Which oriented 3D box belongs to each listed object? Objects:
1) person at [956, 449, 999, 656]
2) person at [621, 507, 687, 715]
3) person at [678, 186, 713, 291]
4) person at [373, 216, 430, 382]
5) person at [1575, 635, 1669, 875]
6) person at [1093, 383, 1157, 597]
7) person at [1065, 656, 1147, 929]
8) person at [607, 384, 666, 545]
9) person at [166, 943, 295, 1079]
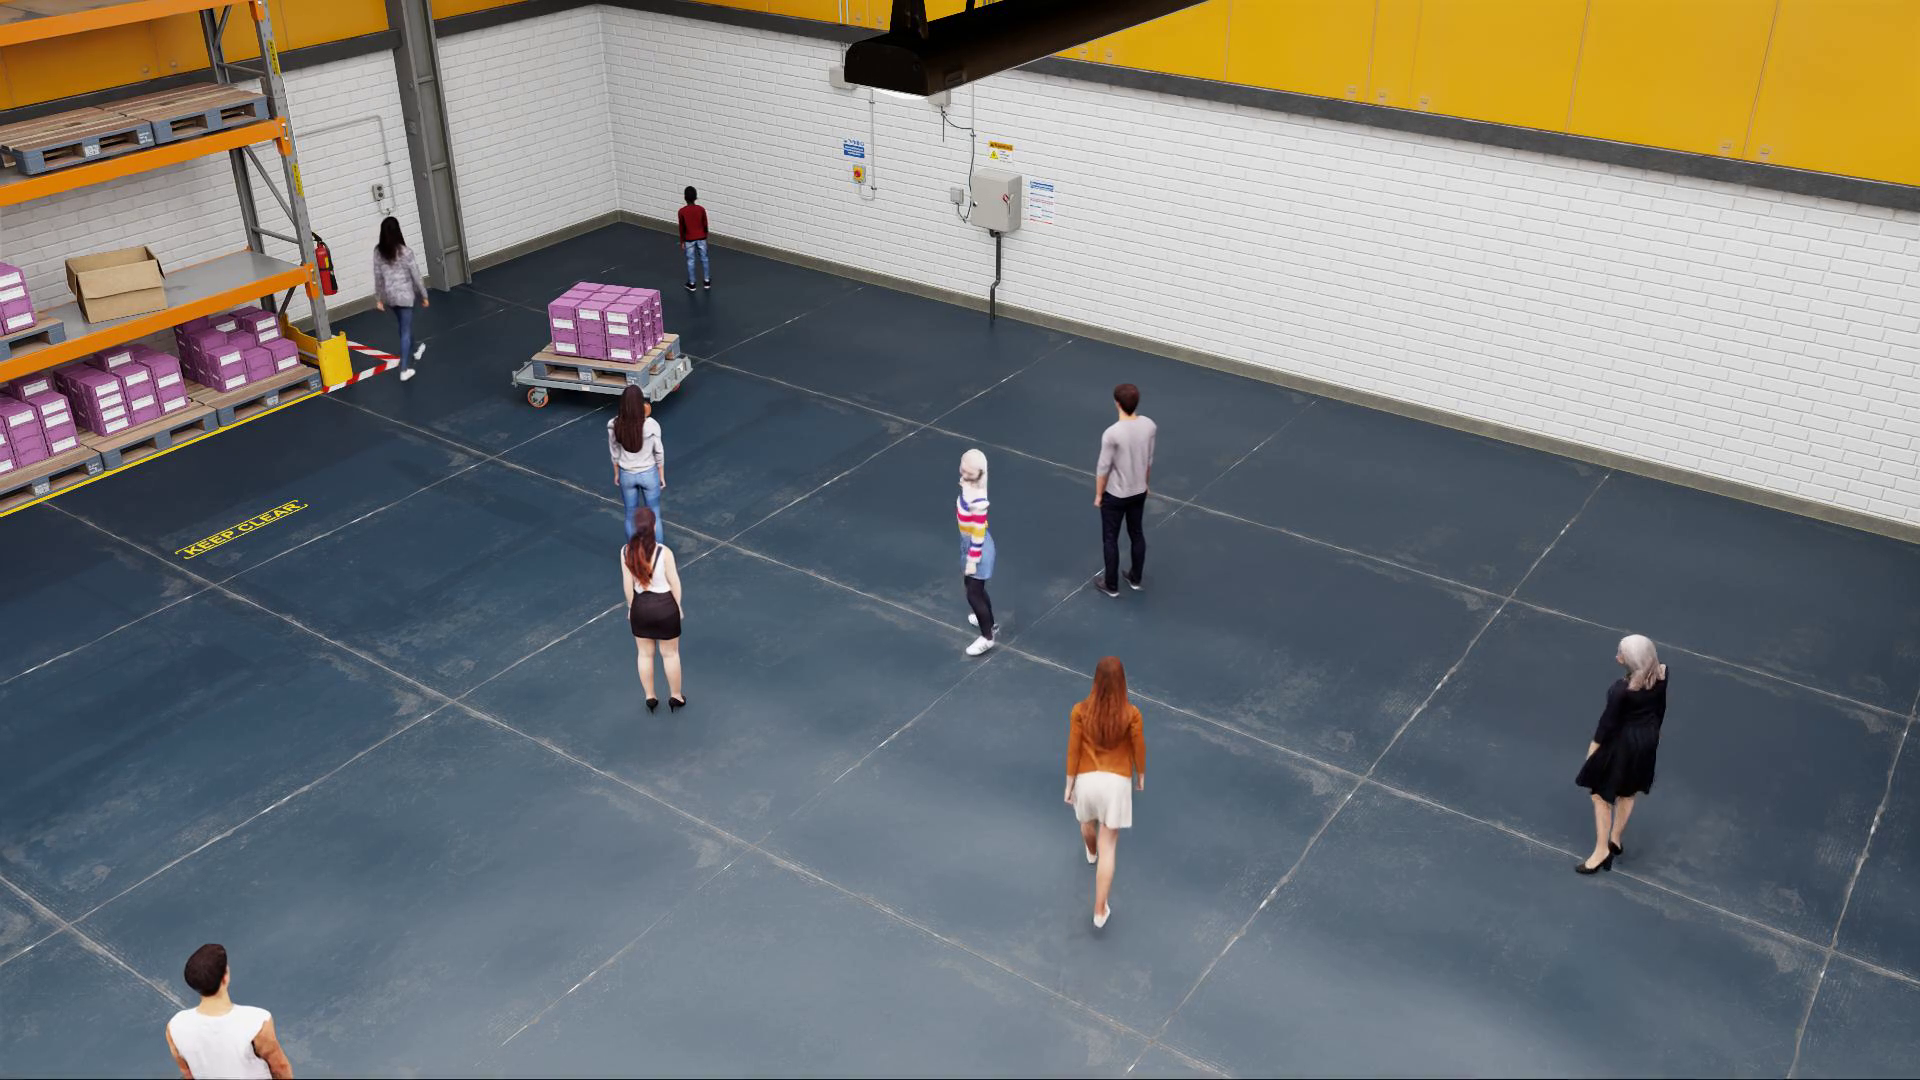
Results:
[{"bbox_3d":[0.168,0.061,12.646,0.926,1.774,0.859,2,29,3],"label":"person"},{"bbox_3d":[-2.199,0.513,11.944,0.634,1.652,0.664,1,29,1],"label":"person"},{"bbox_3d":[-3.183,-3.627,19.948,0.561,1.255,0.643,-10,30,-18],"label":"person"},{"bbox_3d":[-5.903,-2.498,17.412,0.923,1.701,1.128,5,29,9],"label":"person"},{"bbox_3d":[4.215,1.305,10.415,0.735,1.726,0.859,-4,29,-7],"label":"person"},{"bbox_3d":[1.347,-0.407,13.434,0.681,1.841,0.803,-13,31,-23],"label":"person"},{"bbox_3d":[0.860,1.545,10.030,0.939,1.673,1.209,5,29,9],"label":"person"},{"bbox_3d":[-2.679,-0.520,13.862,0.676,1.630,0.708,-1,29,-2],"label":"person"},{"bbox_3d":[-3.400,2.666,7.859,0.729,1.785,0.761,-1,29,-2],"label":"person"}]
